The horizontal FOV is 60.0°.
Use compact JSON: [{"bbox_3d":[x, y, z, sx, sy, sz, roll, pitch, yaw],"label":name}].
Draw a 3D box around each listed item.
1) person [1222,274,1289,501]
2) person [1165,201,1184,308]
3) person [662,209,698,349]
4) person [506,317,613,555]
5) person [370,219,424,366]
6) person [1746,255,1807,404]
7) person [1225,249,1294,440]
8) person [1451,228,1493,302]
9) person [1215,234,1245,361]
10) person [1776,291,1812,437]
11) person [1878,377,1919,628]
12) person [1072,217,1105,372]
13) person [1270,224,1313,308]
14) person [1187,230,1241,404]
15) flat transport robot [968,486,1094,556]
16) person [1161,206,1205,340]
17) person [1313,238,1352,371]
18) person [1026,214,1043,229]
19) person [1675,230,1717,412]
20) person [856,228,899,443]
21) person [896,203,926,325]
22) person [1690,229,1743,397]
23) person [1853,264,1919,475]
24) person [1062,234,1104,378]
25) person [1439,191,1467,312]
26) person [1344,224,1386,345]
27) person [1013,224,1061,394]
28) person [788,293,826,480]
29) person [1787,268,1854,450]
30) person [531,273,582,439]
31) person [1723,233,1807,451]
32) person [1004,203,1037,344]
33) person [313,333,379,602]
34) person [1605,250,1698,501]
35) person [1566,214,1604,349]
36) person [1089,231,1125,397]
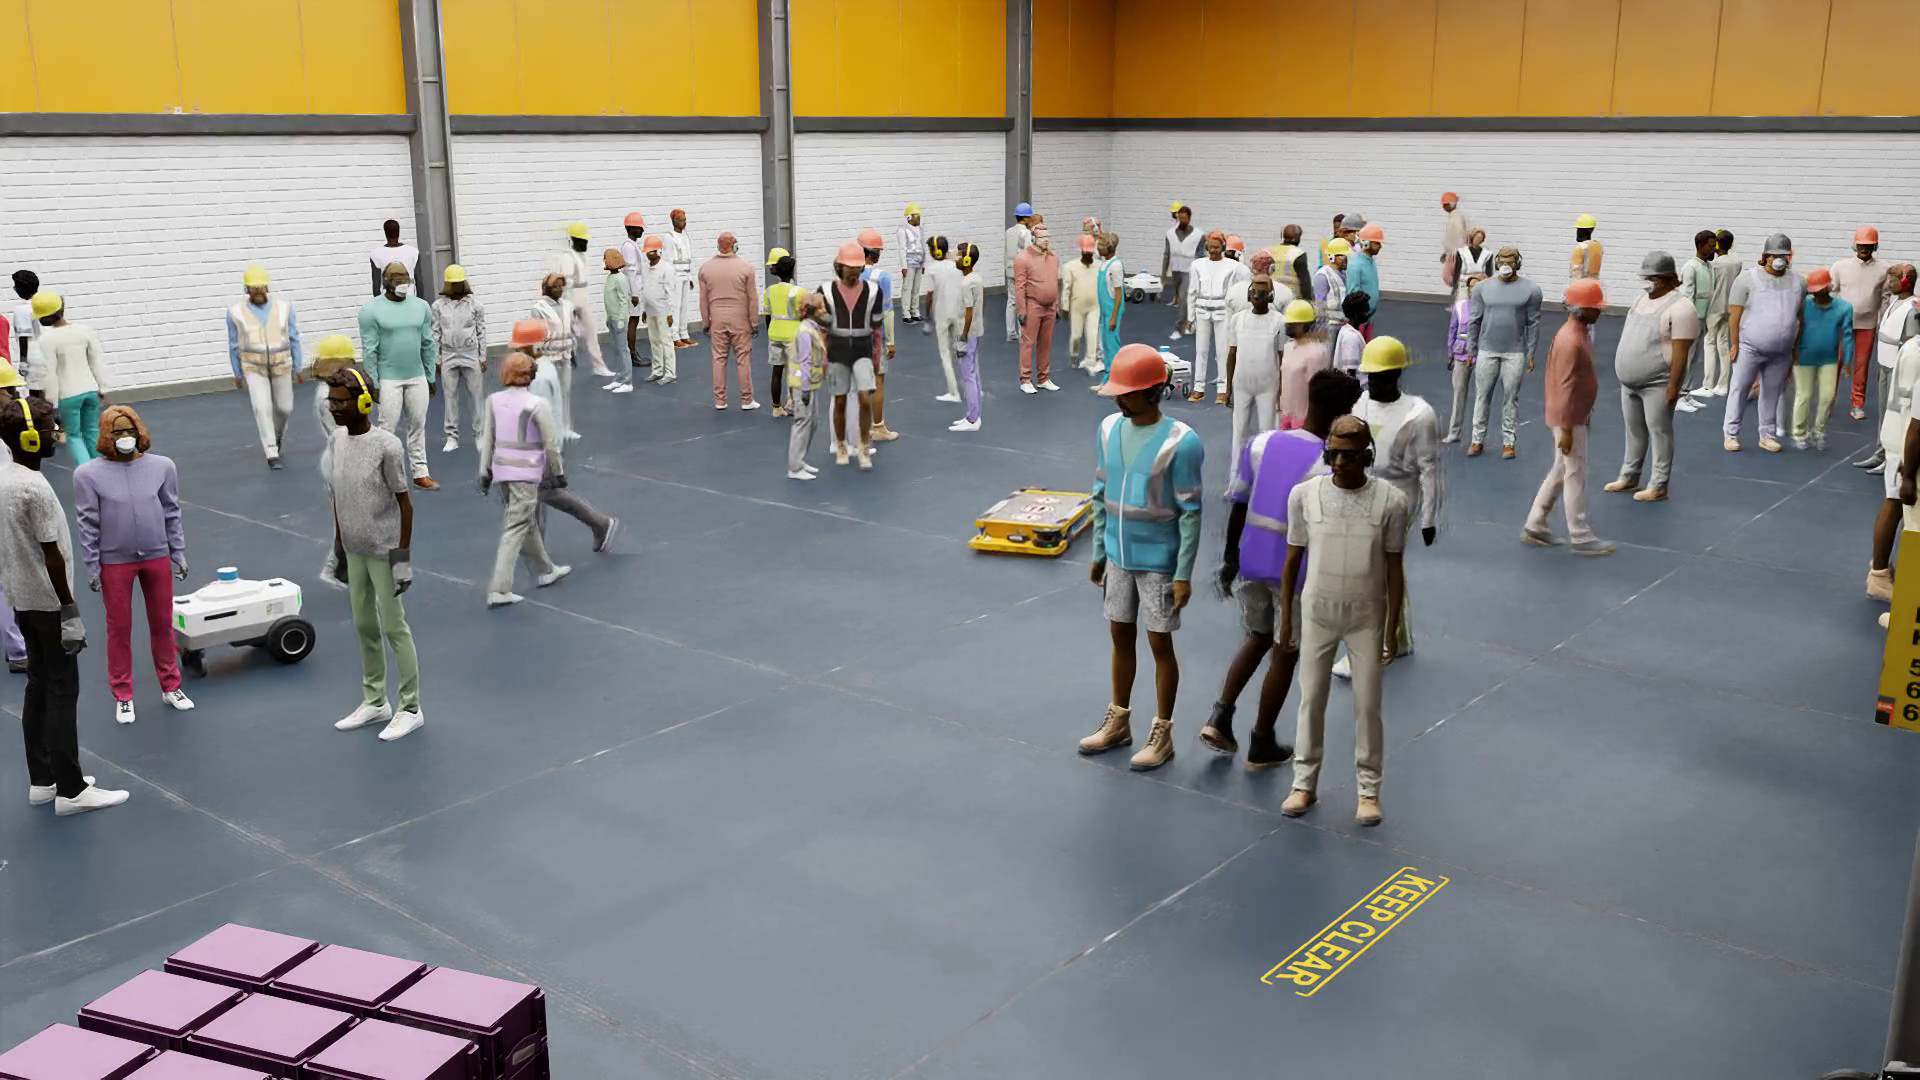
[{"bbox_3d":[2.387,-1.216,13.430,0.506,1.847,0.345,6,15,24],"label":"person"},{"bbox_3d":[3.637,-4.772,27.822,0.339,1.761,0.524,-4,15,-17],"label":"person"},{"bbox_3d":[-3.834,-3.576,22.782,0.347,1.882,0.584,5,15,19],"label":"person"},{"bbox_3d":[-2.873,-0.714,11.674,0.732,1.719,0.565,-3,14,-13],"label":"person"},{"bbox_3d":[-6.664,-2.836,19.753,0.587,1.921,0.392,-7,16,-25],"label":"person"},{"bbox_3d":[8.816,-2.309,18.033,0.787,1.717,0.580,-13,19,-41],"label":"person"},{"bbox_3d":[2.736,-1.689,15.195,0.639,1.909,0.409,6,15,23],"label":"person"},{"bbox_3d":[7.006,-3.438,22.743,0.552,1.618,0.391,1,14,5],"label":"person"},{"bbox_3d":[3.509,-3.130,21.489,0.308,1.643,0.511,8,16,28],"label":"person"},{"bbox_3d":[8.101,-1.803,16.264,0.503,1.602,0.485,7,16,25],"label":"person"},{"bbox_3d":[5.899,-0.448,9.962,0.683,2.000,0.535,-3,14,-11],"label":"person"},{"bbox_3d":[1.634,-3.032,20.578,0.403,1.899,0.651,-6,15,-23],"label":"person"},{"bbox_3d":[4.041,-2.940,20.361,0.492,1.826,0.628,-7,16,-26],"label":"person"},{"bbox_3d":[2.773,-2.436,18.222,0.584,1.885,0.345,6,15,22],"label":"person"},{"bbox_3d":[0.590,-0.158,12.395,0.652,0.197,1.431,5,15,18],"label":"flat transport robot"},{"bbox_3d":[3.238,-3.861,23.925,0.591,1.881,0.923,9,17,31],"label":"person"},{"bbox_3d":[4.021,-2.321,17.871,0.404,1.833,0.593,12,18,39],"label":"person"},{"bbox_3d":[1.175,-4.351,26.405,0.278,1.624,0.494,7,16,26],"label":"person"},{"bbox_3d":[7.849,-2.345,17.792,0.378,1.917,0.598,12,18,39],"label":"person"},{"bbox_3d":[-0.862,-1.958,15.994,0.607,2.044,0.377,10,17,35],"label":"person"},{"bbox_3d":[-0.717,-4.235,25.511,0.404,1.837,0.590,8,16,30],"label":"person"},{"bbox_3d":[8.498,-2.537,18.671,0.526,1.865,0.315,-5,15,-21],"label":"person"},{"bbox_3d":[8.171,-1.479,14.499,0.390,1.837,0.565,3,14,11],"label":"person"},{"bbox_3d":[1.526,-2.867,20.289,0.570,1.720,0.626,-1,14,-2],"label":"person"},{"bbox_3d":[8.004,-4.667,27.007,0.556,1.952,0.665,2,14,7],"label":"person"},{"bbox_3d":[4.287,-2.357,17.705,0.406,1.987,0.615,10,17,34],"label":"person"},{"bbox_3d":[0.909,-2.635,18.978,0.648,1.907,0.409,-12,18,-40],"label":"person"},{"bbox_3d":[-1.324,-1.322,14.323,0.387,1.613,0.528,0,14,0],"label":"person"},{"bbox_3d":[8.023,-1.677,15.539,0.612,1.710,0.469,4,15,15],"label":"person"},{"bbox_3d":[-3.892,-1.746,15.991,0.318,1.630,0.513,9,17,31],"label":"person"},{"bbox_3d":[7.523,-1.832,15.495,0.674,2.000,0.537,1,14,3],"label":"person"},{"bbox_3d":[0.853,-3.706,23.171,0.405,1.945,0.615,-9,17,-33],"label":"person"},{"bbox_3d":[-3.872,-0.445,10.570,0.413,1.738,0.505,-3,14,-12],"label":"person"},{"bbox_3d":[5.602,-1.348,13.561,0.535,2.000,0.689,-4,15,-15],"label":"person"},{"bbox_3d":[7.736,-3.079,20.704,0.584,1.929,0.371,-12,18,-40],"label":"person"},{"bbox_3d":[1.677,-2.538,18.714,0.344,1.845,0.506,-2,14,-9],"label":"person"}]
